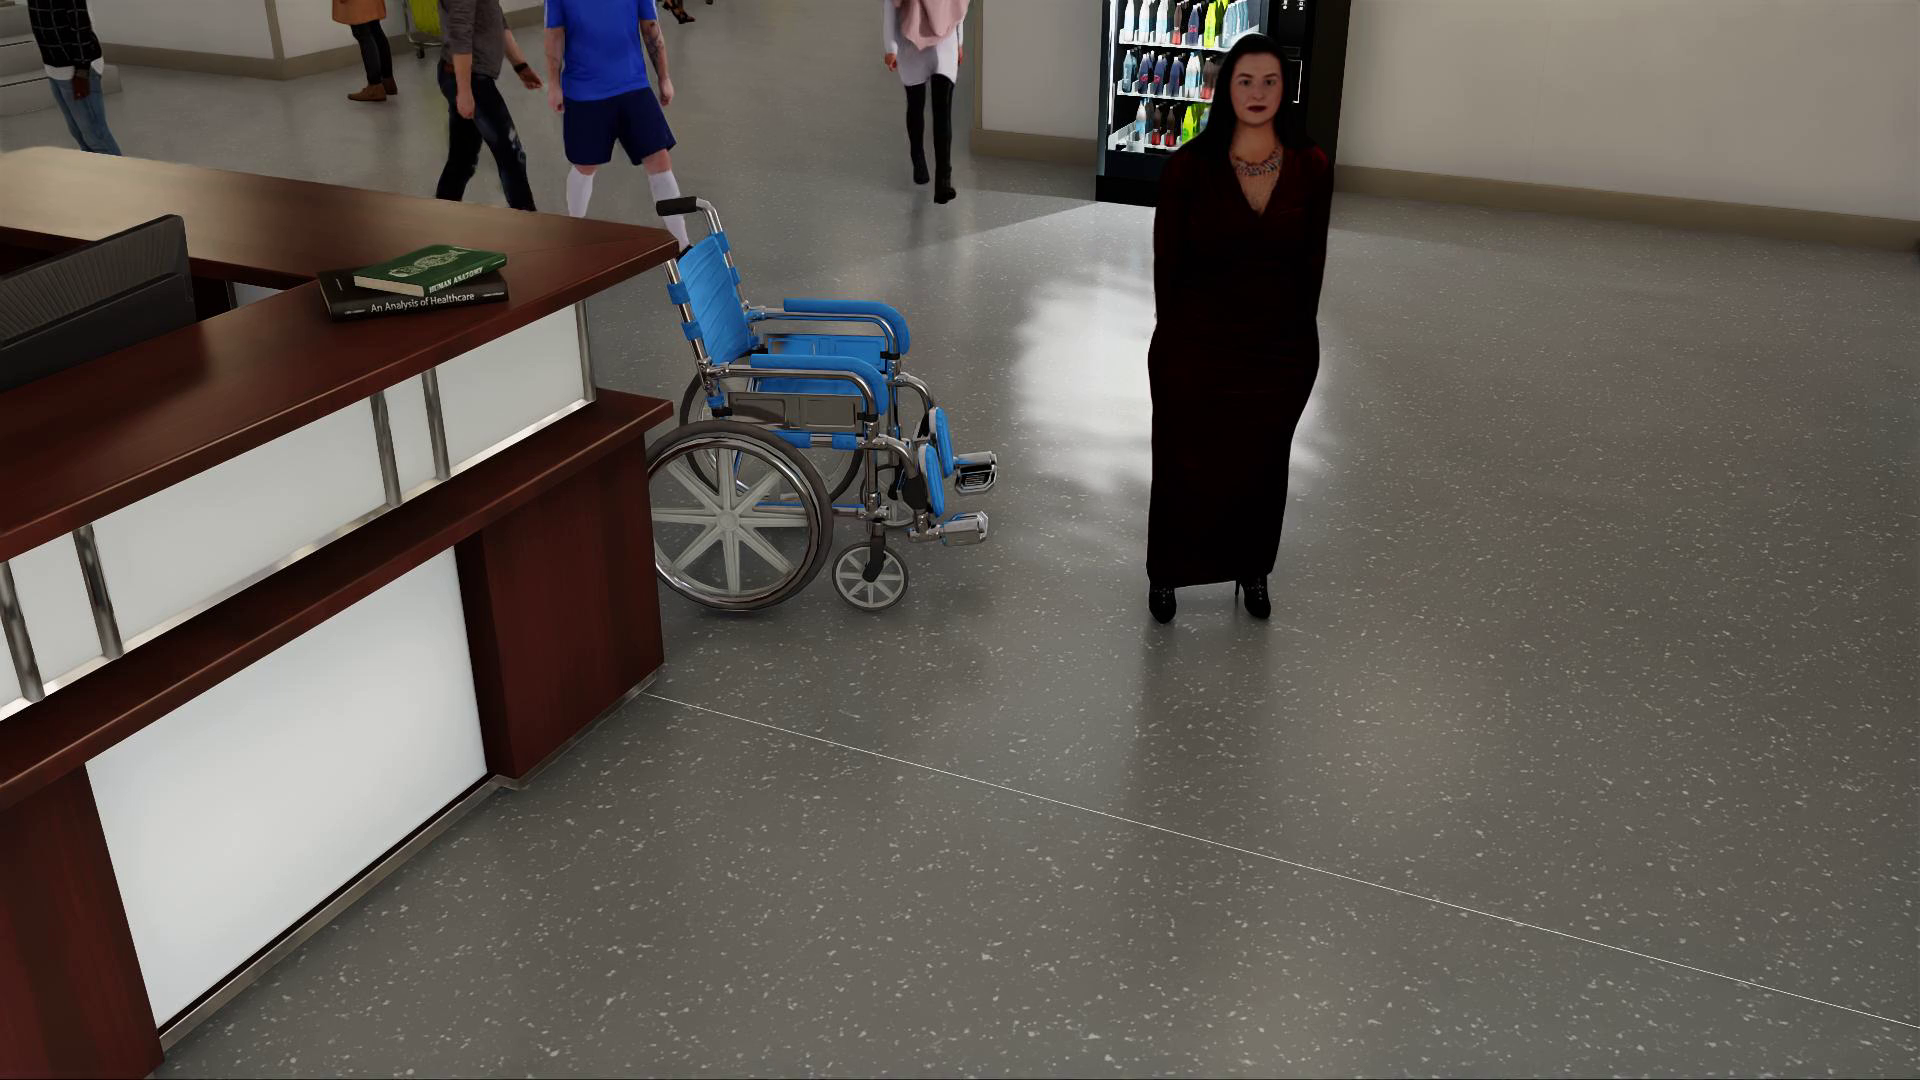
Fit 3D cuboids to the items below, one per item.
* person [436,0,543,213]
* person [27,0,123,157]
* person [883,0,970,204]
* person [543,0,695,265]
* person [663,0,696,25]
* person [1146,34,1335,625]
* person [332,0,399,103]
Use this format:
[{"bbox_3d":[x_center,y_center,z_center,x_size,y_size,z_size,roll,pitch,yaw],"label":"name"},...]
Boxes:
[{"bbox_3d":[-2.484,-2.219,8.154,1.186,1.850,1.099,-5,26,-10],"label":"person"},{"bbox_3d":[-4.721,-2.547,8.868,0.798,1.820,0.649,-20,32,-36],"label":"person"},{"bbox_3d":[-0.217,-2.847,9.576,1.215,1.744,1.164,-4,26,-9],"label":"person"},{"bbox_3d":[-1.790,-2.212,8.198,1.179,1.799,1.242,-9,27,-17],"label":"person"},{"bbox_3d":[-2.697,-5.648,15.467,0.677,1.674,0.751,17,31,32],"label":"person"},{"bbox_3d":[0.794,-0.575,4.849,0.714,1.758,0.822,-1,26,-3],"label":"person"},{"bbox_3d":[-4.415,-4.120,12.198,0.749,1.720,0.736,1,26,2],"label":"person"}]
